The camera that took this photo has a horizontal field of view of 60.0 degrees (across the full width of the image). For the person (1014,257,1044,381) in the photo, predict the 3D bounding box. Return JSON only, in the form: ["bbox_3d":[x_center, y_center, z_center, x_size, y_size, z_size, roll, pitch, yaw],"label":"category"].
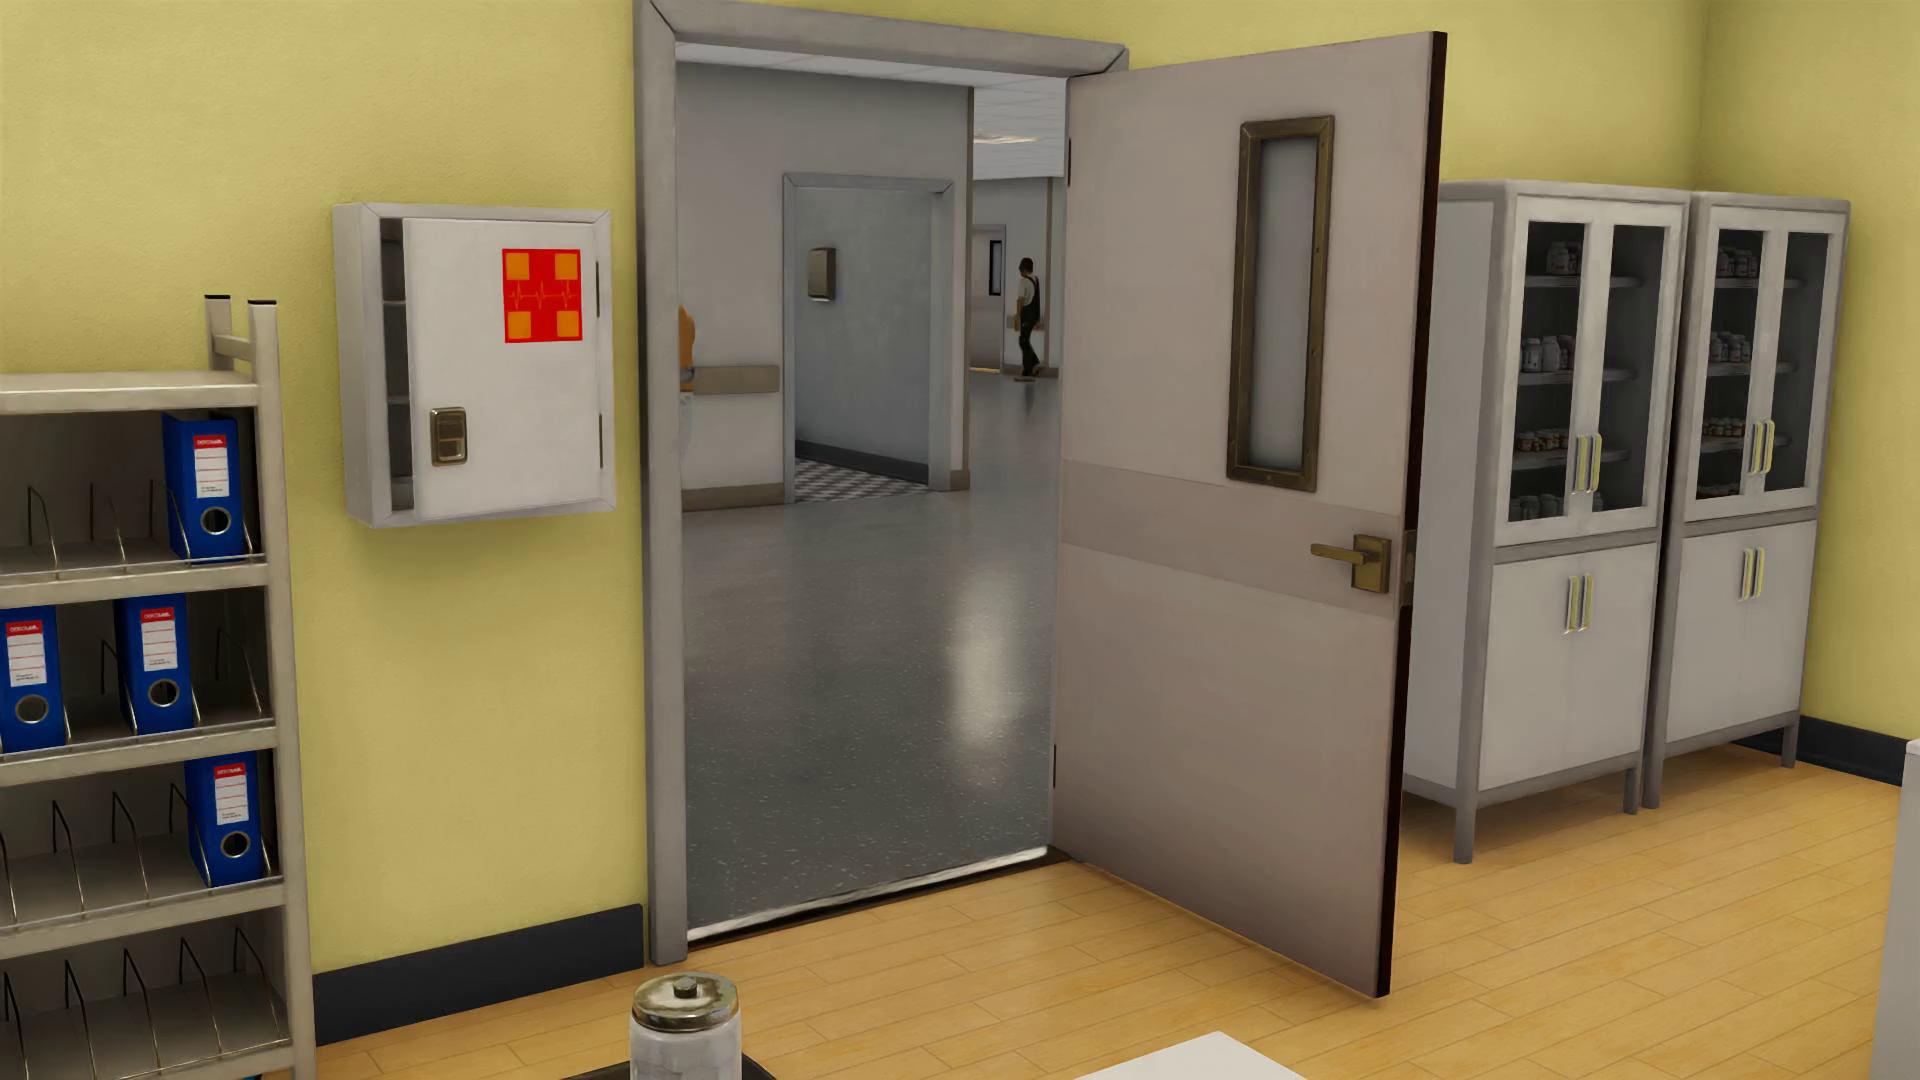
[{"bbox_3d":[0.980,-3.238,24.457,0.419,1.817,0.618,7,11,31],"label":"person"}]
